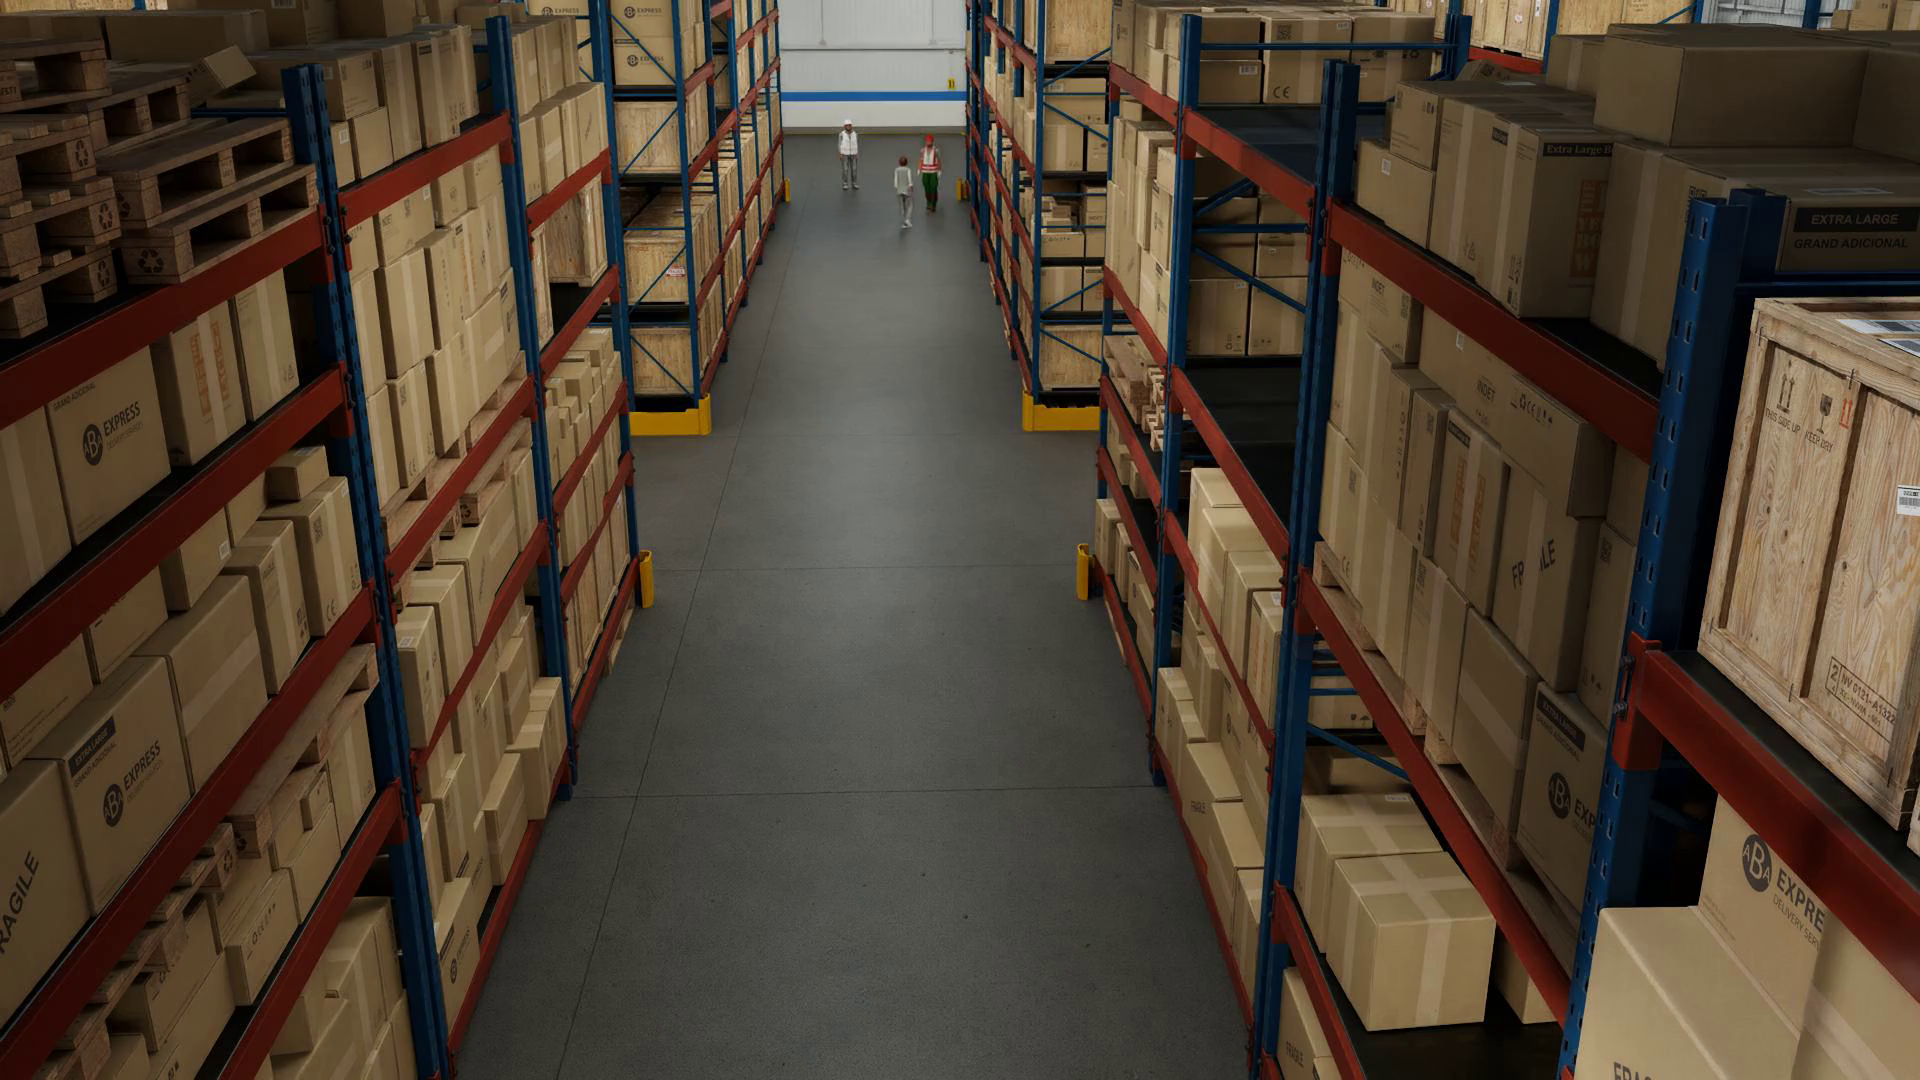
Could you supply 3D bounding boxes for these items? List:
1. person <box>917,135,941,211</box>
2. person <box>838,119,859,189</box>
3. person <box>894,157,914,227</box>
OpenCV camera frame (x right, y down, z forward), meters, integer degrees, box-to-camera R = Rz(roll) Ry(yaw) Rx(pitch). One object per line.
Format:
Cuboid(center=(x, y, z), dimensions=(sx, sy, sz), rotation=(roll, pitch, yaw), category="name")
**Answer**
Cuboid(center=(-0.765, -8.882, 40.246), dimensions=(0.549, 1.780, 0.662), rotation=(5, 21, 12), category="person")
Cuboid(center=(-2.905, -10.116, 43.595), dimensions=(0.528, 1.772, 0.399), rotation=(-7, 22, -18), category="person")
Cuboid(center=(-1.269, -7.938, 37.957), dimensions=(0.463, 1.598, 0.378), rotation=(5, 21, 12), category="person")
